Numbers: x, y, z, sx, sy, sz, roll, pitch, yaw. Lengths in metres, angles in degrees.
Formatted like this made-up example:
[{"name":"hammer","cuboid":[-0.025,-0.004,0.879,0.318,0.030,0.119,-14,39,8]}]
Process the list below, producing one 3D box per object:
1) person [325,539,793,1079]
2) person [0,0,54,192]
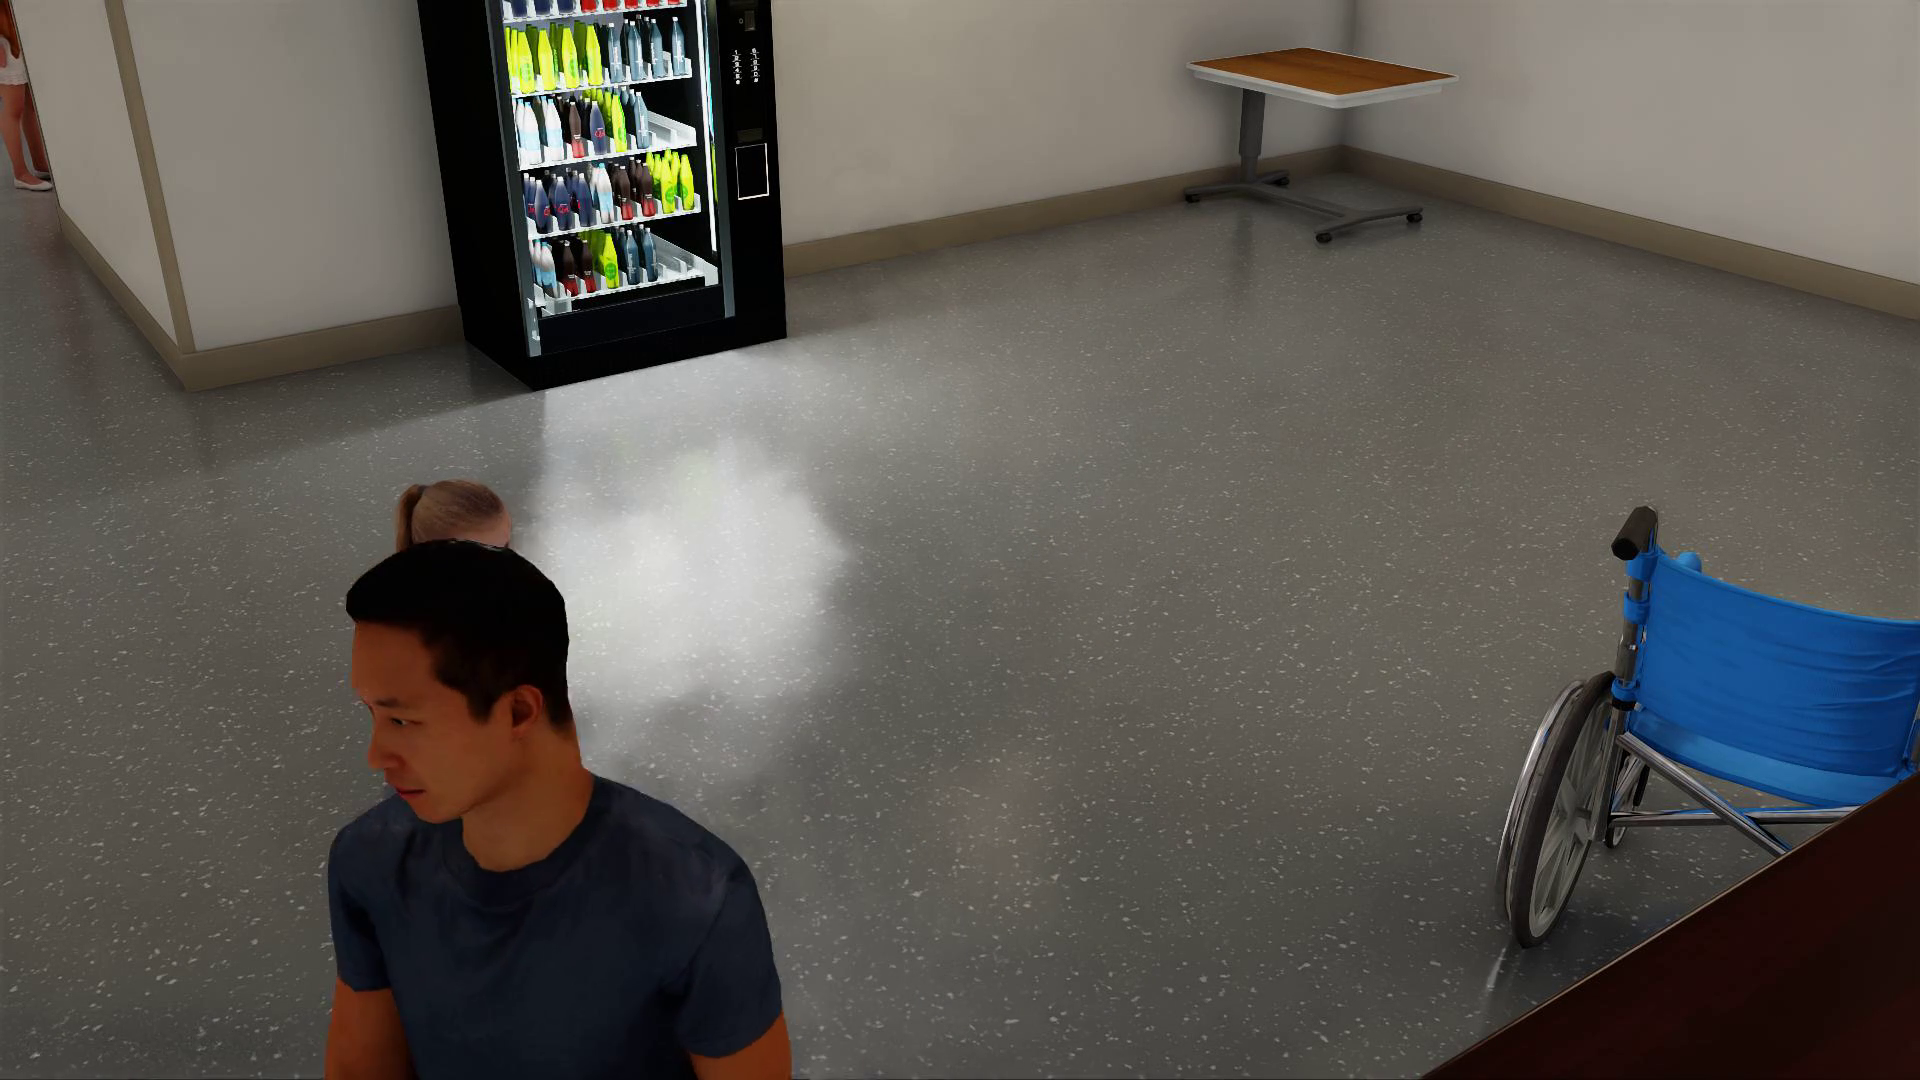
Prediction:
[{"name":"person","cuboid":[-0.391,0.783,2.043,1.073,1.749,1.288,10,28,20]},{"name":"person","cuboid":[-5.629,-2.972,9.866,0.763,1.719,0.724,1,26,3]}]
